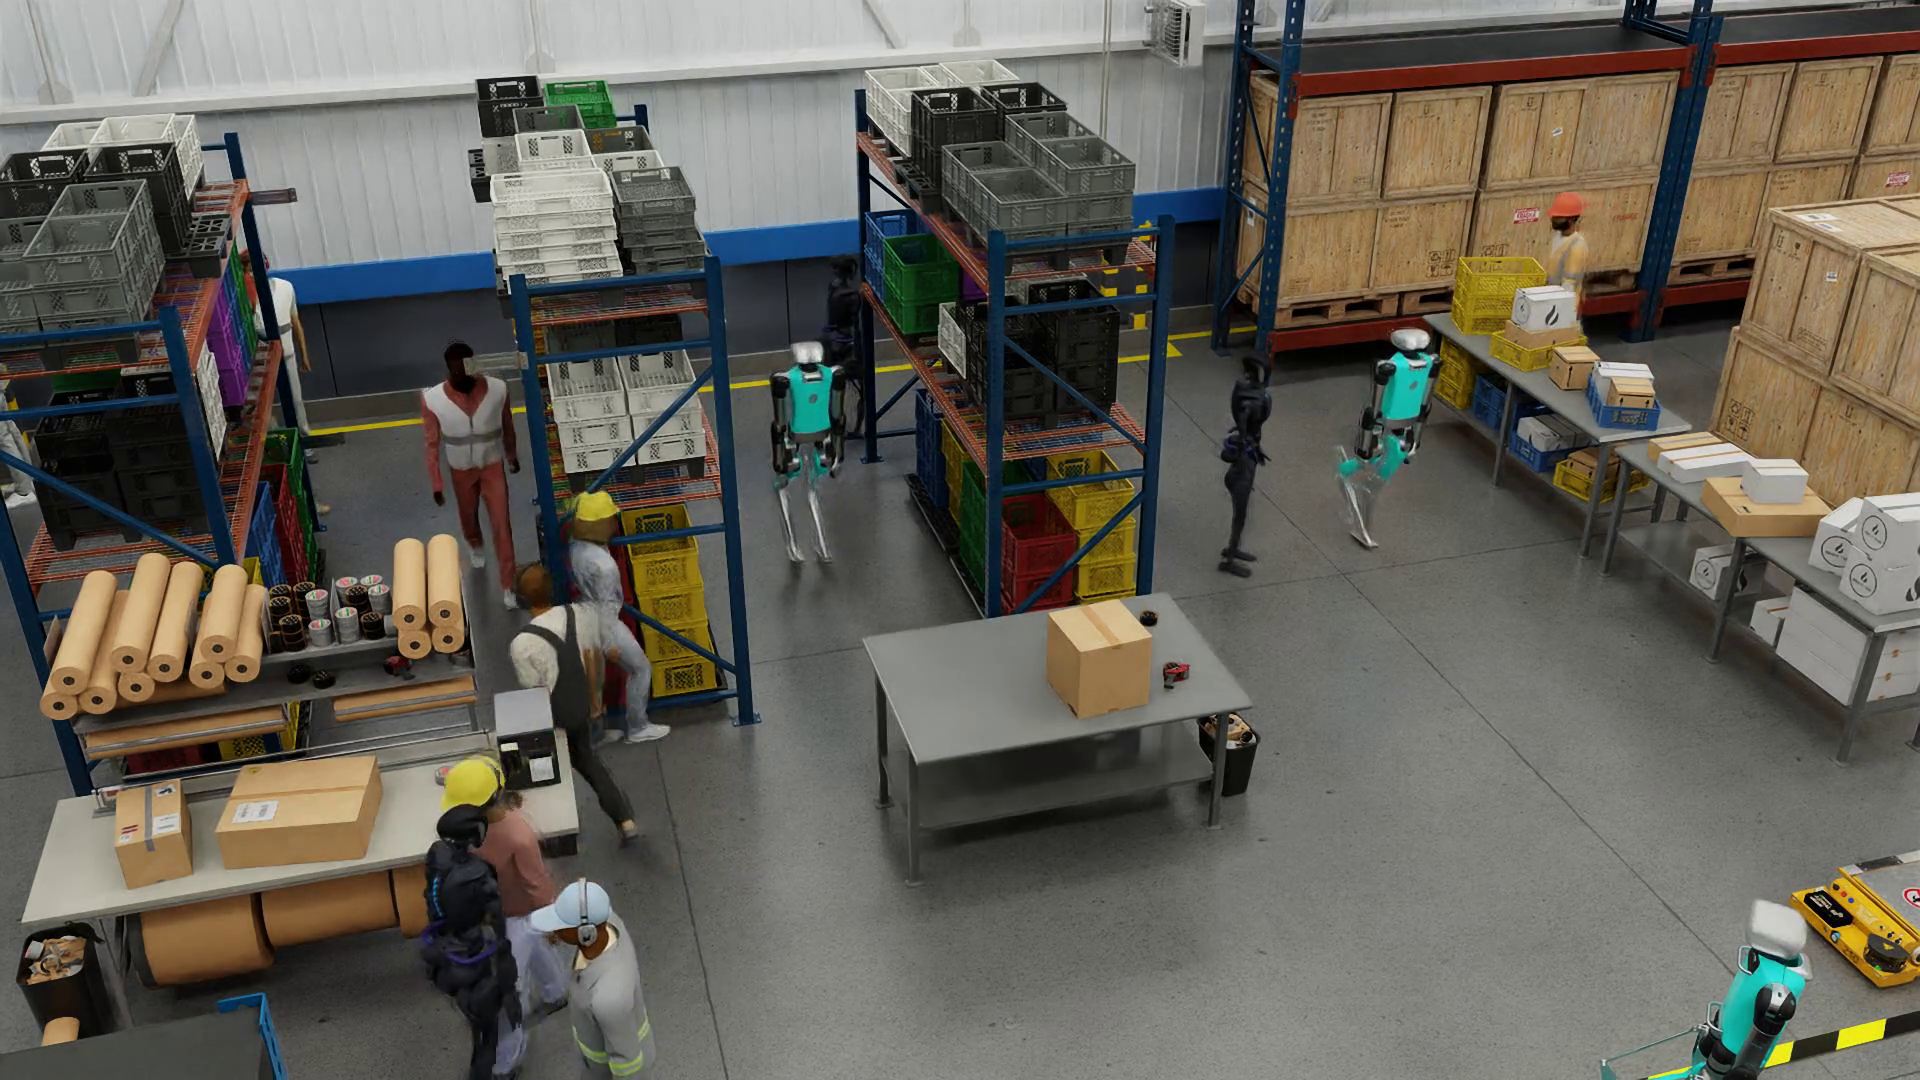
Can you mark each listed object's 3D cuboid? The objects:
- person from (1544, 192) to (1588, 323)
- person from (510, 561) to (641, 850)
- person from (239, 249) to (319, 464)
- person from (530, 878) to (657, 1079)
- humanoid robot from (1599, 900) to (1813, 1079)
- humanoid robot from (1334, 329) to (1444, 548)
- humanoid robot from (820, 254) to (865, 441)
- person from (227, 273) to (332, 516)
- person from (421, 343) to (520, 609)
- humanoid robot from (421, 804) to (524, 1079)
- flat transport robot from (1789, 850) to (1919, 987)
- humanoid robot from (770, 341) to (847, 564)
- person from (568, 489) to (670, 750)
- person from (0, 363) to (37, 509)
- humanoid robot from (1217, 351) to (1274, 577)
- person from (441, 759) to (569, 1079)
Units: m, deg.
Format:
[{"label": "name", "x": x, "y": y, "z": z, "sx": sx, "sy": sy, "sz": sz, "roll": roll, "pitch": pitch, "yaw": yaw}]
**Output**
[{"label": "person", "x": 4.933, "y": -2.011, "z": 14.121, "sx": 0.902, "sy": 1.900, "sz": 0.573, "roll": -3, "pitch": 29, "yaw": -5}, {"label": "person", "x": -2.083, "y": 0.946, "z": 8.828, "sx": 0.671, "sy": 1.825, "sz": 0.539, "roll": 17, "pitch": 33, "yaw": 28}, {"label": "person", "x": -5.459, "y": -1.437, "z": 13.155, "sx": 0.573, "sy": 1.836, "sz": 0.383, "roll": -20, "pitch": 35, "yaw": -32}, {"label": "person", "x": -1.423, "y": 2.104, "z": 6.690, "sx": 0.400, "sy": 1.851, "sz": 0.590, "roll": -8, "pitch": 30, "yaw": -15}, {"label": "humanoid robot", "x": 2.862, "y": 2.103, "z": 6.676, "sx": 0.735, "sy": 1.673, "sz": 0.533, "roll": 12, "pitch": 31, "yaw": 21}, {"label": "humanoid robot", "x": 2.999, "y": -0.695, "z": 12.019, "sx": 0.542, "sy": 1.901, "sz": 0.724, "roll": -11, "pitch": 31, "yaw": -19}, {"label": "humanoid robot", "x": -0.934, "y": -1.540, "z": 13.503, "sx": 0.440, "sy": 1.649, "sz": 0.585, "roll": -15, "pitch": 32, "yaw": -26}, {"label": "person", "x": -5.315, "y": -1.050, "z": 12.290, "sx": 0.890, "sy": 2.003, "sz": 0.623, "roll": -1, "pitch": 29, "yaw": -3}, {"label": "person", "x": -3.358, "y": -0.525, "z": 11.470, "sx": 0.613, "sy": 1.859, "sz": 1.019, "roll": -10, "pitch": 30, "yaw": -18}, {"label": "humanoid robot", "x": -2.167, "y": 1.867, "z": 7.308, "sx": 0.608, "sy": 1.638, "sz": 0.557, "roll": 21, "pitch": 35, "yaw": 33}, {"label": "flat transport robot", "x": 5.163, "y": 1.916, "z": 8.676, "sx": 1.431, "sy": 0.231, "sz": 0.659, "roll": -8, "pitch": 30, "yaw": -14}, {"label": "humanoid robot", "x": -1.120, "y": -0.651, "z": 11.771, "sx": 0.536, "sy": 1.737, "sz": 0.718, "roll": -11, "pitch": 31, "yaw": -19}, {"label": "person", "x": -2.026, "y": 0.467, "z": 9.793, "sx": 0.622, "sy": 1.723, "sz": 0.511, "roll": -20, "pitch": 35, "yaw": -33}, {"label": "person", "x": -7.354, "y": -1.124, "z": 12.544, "sx": 0.328, "sy": 1.873, "sz": 0.514, "roll": -8, "pitch": 30, "yaw": -15}, {"label": "humanoid robot", "x": 2.010, "y": -0.565, "z": 11.717, "sx": 0.307, "sy": 1.656, "sz": 0.613, "roll": 10, "pitch": 30, "yaw": 18}, {"label": "person", "x": -2.109, "y": 1.712, "z": 7.528, "sx": 0.531, "sy": 1.727, "sz": 0.836, "roll": 19, "pitch": 34, "yaw": 30}]
